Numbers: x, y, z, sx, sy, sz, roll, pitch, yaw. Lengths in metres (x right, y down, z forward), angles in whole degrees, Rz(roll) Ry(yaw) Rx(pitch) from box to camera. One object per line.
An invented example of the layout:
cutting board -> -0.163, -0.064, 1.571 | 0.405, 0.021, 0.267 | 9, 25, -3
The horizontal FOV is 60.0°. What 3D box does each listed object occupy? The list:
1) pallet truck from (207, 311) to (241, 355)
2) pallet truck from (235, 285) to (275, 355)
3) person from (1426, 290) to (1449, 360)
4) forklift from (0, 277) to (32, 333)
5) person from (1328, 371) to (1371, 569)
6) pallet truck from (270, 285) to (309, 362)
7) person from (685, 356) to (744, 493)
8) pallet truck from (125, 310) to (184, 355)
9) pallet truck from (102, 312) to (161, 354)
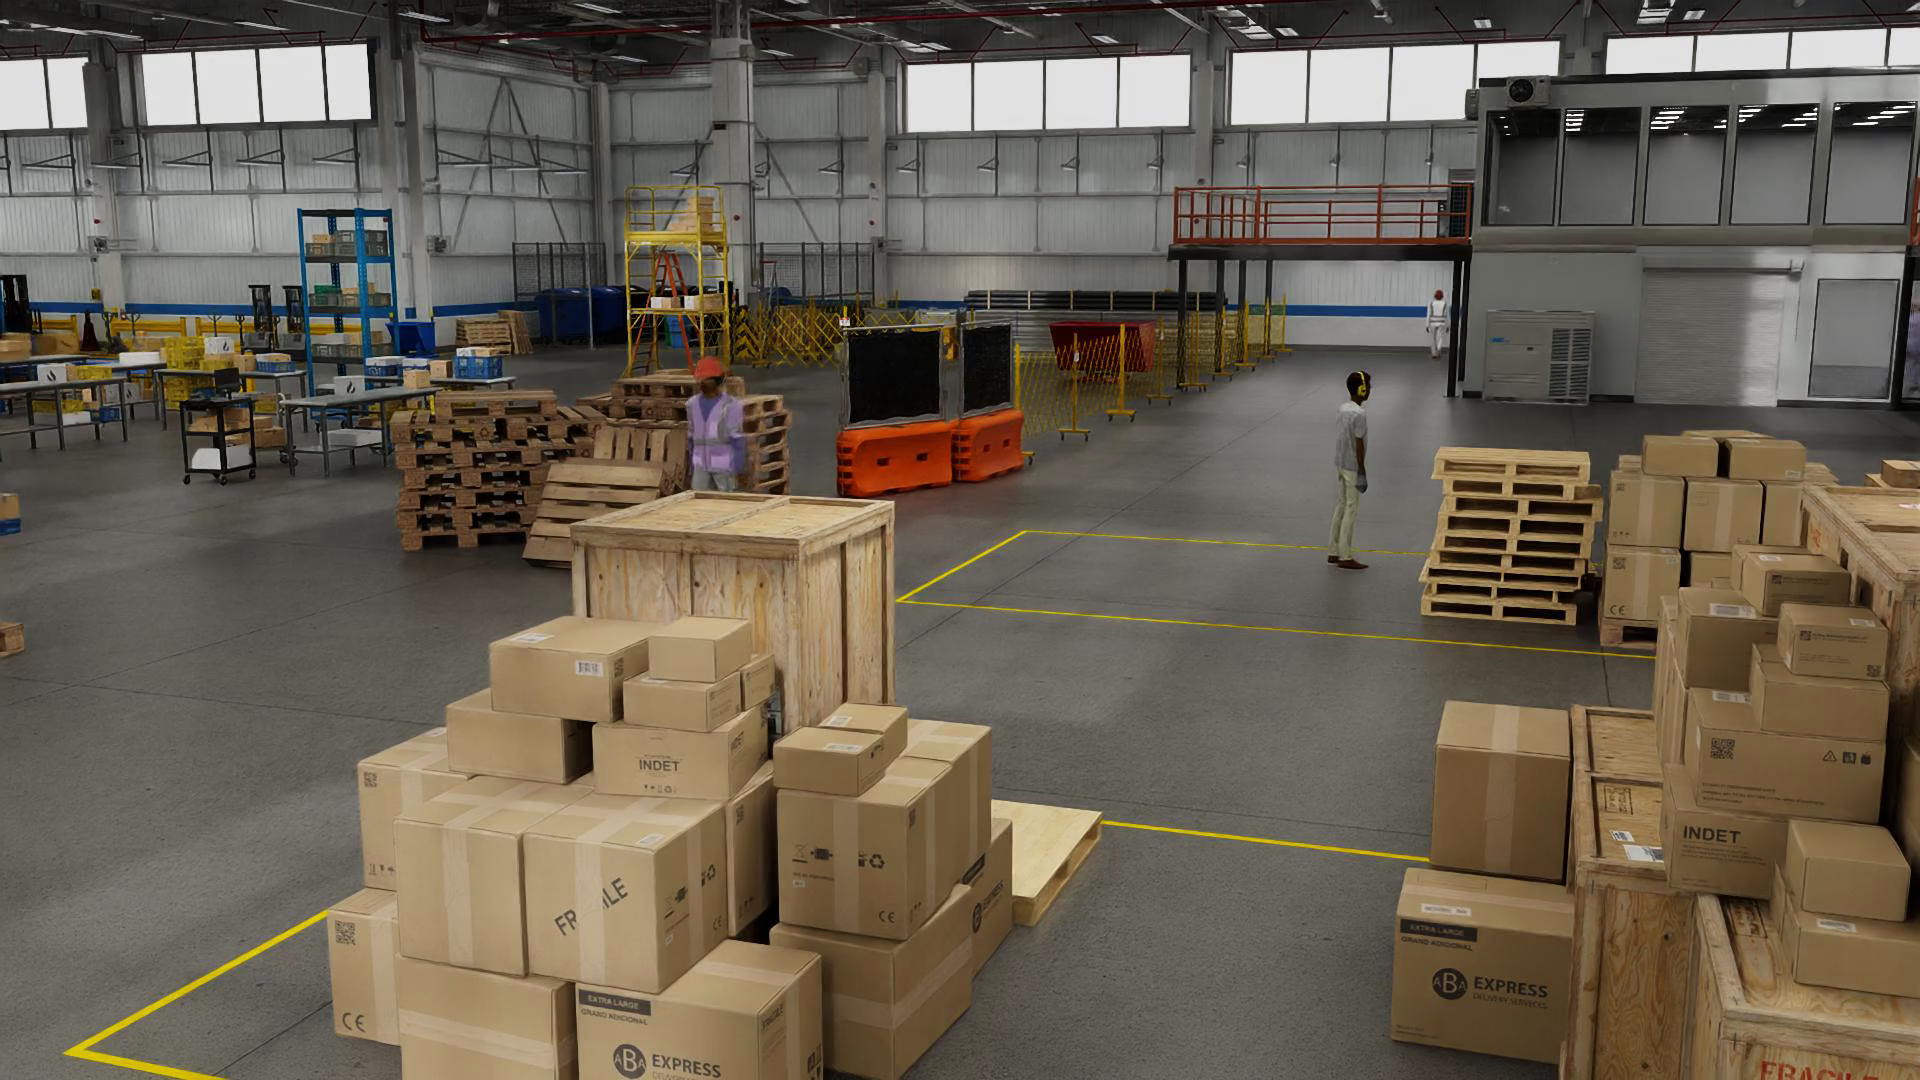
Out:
pallet truck -> -19.537, -5.575, 44.913 | 0.653, 1.274, 1.630 | 3, 11, 19
pallet truck -> -18.327, -5.835, 44.421 | 0.823, 1.965, 1.885 | 4, 11, 23
person -> 12.606, -5.674, 43.900 | 0.579, 1.868, 0.621 | 3, 10, 14
forklift -> -27.151, -6.329, 46.328 | 1.157, 1.987, 2.680 | 3, 11, 17
person -> 3.683, -0.653, 15.631 | 0.331, 1.862, 0.506 | -2, 10, -9
pallet truck -> -17.147, -5.700, 43.663 | 0.823, 1.965, 1.885 | 3, 11, 17
person -> -2.278, -0.740, 15.699 | 0.609, 2.018, 0.929 | 4, 11, 21
pallet truck -> -22.038, -5.665, 45.457 | 0.704, 1.261, 1.522 | 3, 11, 17
pallet truck -> -23.057, -5.777, 46.261 | 0.680, 1.201, 1.601 | 3, 11, 19
